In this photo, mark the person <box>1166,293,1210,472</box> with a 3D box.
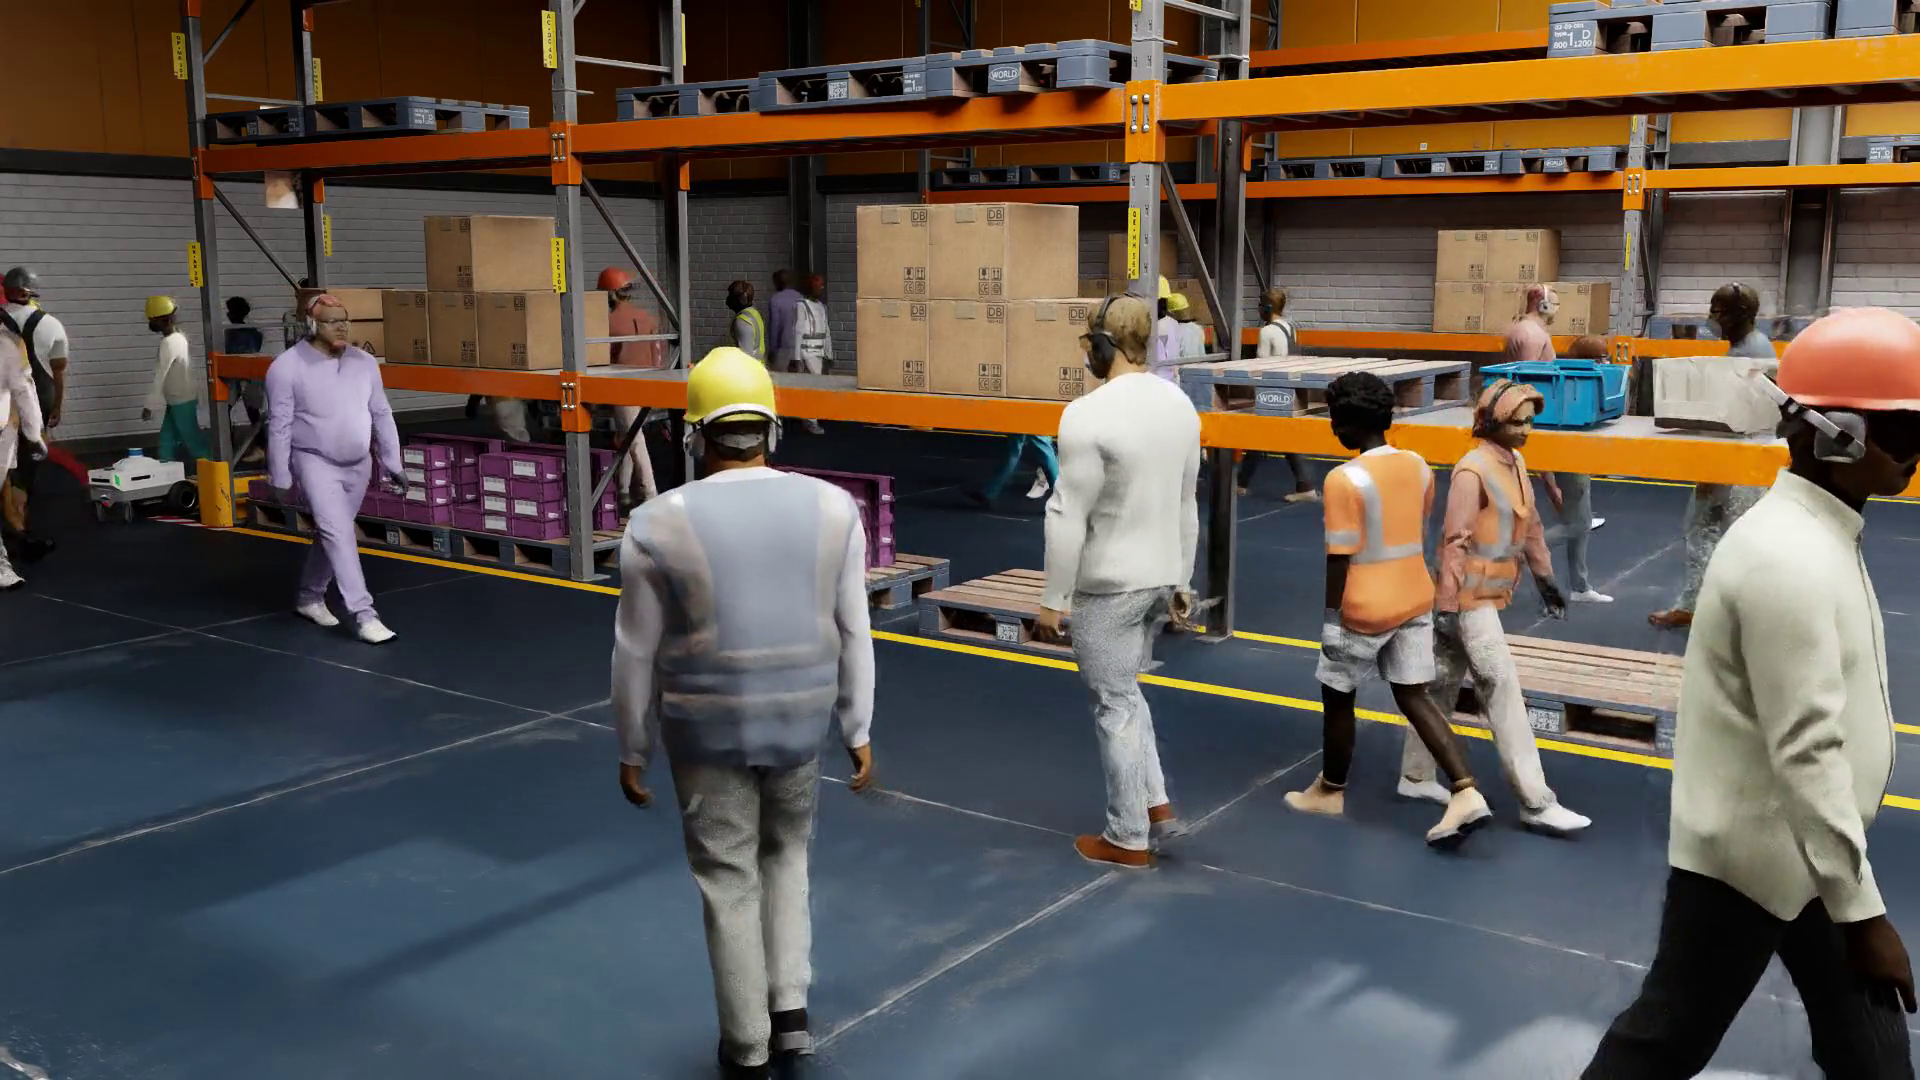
[{"bbox_3d":[2.085,-1.440,15.536,0.517,1.717,0.371,-7,12,-34],"label":"person"}]

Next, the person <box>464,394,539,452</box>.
[{"bbox_3d":[-3.747,-1.160,13.705,0.957,1.803,0.653,3,10,18],"label":"person"}]

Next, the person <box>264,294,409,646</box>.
[{"bbox_3d":[-3.363,-0.390,8.965,1.011,1.852,0.661,6,11,33],"label":"person"}]

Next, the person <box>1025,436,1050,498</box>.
[{"bbox_3d":[0.711,-1.309,14.417,0.537,1.848,0.743,7,12,34],"label":"person"}]

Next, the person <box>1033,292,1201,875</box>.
[{"bbox_3d":[0.508,0.155,5.486,0.445,1.924,0.629,8,12,38],"label":"person"}]

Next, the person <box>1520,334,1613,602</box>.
[{"bbox_3d":[3.523,-0.405,9.738,0.665,1.609,0.503,0,10,3],"label":"person"}]

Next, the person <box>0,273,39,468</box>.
[{"bbox_3d":[-9.246,-1.627,16.030,0.543,1.939,0.360,-3,10,-16],"label":"person"}]

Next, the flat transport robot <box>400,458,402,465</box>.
[{"bbox_3d":[-4.969,-0.628,15.041,0.652,0.197,1.431,8,13,40],"label":"flat transport robot"}]

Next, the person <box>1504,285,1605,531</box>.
[{"bbox_3d":[4.274,-0.968,12.385,1.005,1.842,0.655,1,10,8],"label":"person"}]

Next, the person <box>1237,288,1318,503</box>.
[{"bbox_3d":[2.625,-1.212,14.001,0.962,1.801,0.524,6,11,31],"label":"person"}]

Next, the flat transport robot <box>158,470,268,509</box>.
[{"bbox_3d":[-5.943,-0.453,13.997,1.431,0.197,0.652,-9,13,-44],"label":"flat transport robot"}]

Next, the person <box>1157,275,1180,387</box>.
[{"bbox_3d":[1.531,-1.218,13.673,0.591,1.911,0.668,-8,12,-39],"label":"person"}]

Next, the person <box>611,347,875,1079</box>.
[{"bbox_3d":[-0.531,0.447,4.028,0.624,1.815,0.459,-4,11,-25],"label":"person"}]

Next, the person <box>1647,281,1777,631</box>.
[{"bbox_3d":[3.989,-0.396,8.777,0.801,1.908,0.644,5,11,25],"label":"person"}]

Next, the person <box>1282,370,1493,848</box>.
[{"bbox_3d":[1.491,0.244,5.759,0.545,1.656,0.803,-7,12,-37],"label":"person"}]

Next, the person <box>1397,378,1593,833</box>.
[{"bbox_3d":[1.948,0.229,5.928,0.796,1.599,0.544,5,11,29],"label":"person"}]

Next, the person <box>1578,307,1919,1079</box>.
[{"bbox_3d":[1.534,0.565,2.982,1.036,1.937,0.616,7,12,35],"label":"person"}]

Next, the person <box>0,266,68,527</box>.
[{"bbox_3d":[-7.074,-1.084,12.497,0.713,2.000,0.774,-9,13,-43],"label":"person"}]

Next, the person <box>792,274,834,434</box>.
[{"bbox_3d":[-1.696,-2.132,19.258,0.518,1.863,0.707,4,10,24],"label":"person"}]

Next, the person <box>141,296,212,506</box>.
[{"bbox_3d":[-6.452,-1.100,13.502,0.820,1.722,0.545,-3,10,-17],"label":"person"}]

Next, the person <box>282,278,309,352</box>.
[{"bbox_3d":[-6.349,-1.625,16.263,0.316,1.860,0.509,8,12,39],"label":"person"}]

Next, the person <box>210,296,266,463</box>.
[{"bbox_3d":[-7.144,-1.568,16.460,0.541,1.669,0.634,5,11,26],"label":"person"}]

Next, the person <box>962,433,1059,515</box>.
[{"bbox_3d":[0.482,-1.084,13.266,0.992,1.779,0.583,4,10,21],"label":"person"}]

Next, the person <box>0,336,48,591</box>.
[{"bbox_3d":[-6.107,-0.633,10.364,0.997,1.853,0.656,6,11,33],"label":"person"}]

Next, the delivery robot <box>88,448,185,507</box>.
[{"bbox_3d":[-6.447,-0.480,13.034,0.477,0.478,0.707,3,10,21],"label":"delivery robot"}]

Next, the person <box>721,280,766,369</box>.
[{"bbox_3d":[-1.996,-1.445,15.231,0.429,1.847,0.627,0,10,0],"label":"person"}]

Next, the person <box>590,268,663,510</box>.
[{"bbox_3d":[-2.775,-1.211,13.489,0.873,1.953,0.644,5,11,29],"label":"person"}]

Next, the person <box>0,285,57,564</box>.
[{"bbox_3d":[-6.355,-0.782,11.107,0.941,1.898,0.564,4,10,22],"label":"person"}]

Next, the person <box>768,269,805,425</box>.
[{"bbox_3d":[-2.084,-2.347,20.364,0.454,1.922,0.723,8,12,39],"label":"person"}]

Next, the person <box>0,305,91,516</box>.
[{"bbox_3d":[-7.405,-1.072,13.383,0.818,1.740,0.546,-8,12,-39],"label":"person"}]
